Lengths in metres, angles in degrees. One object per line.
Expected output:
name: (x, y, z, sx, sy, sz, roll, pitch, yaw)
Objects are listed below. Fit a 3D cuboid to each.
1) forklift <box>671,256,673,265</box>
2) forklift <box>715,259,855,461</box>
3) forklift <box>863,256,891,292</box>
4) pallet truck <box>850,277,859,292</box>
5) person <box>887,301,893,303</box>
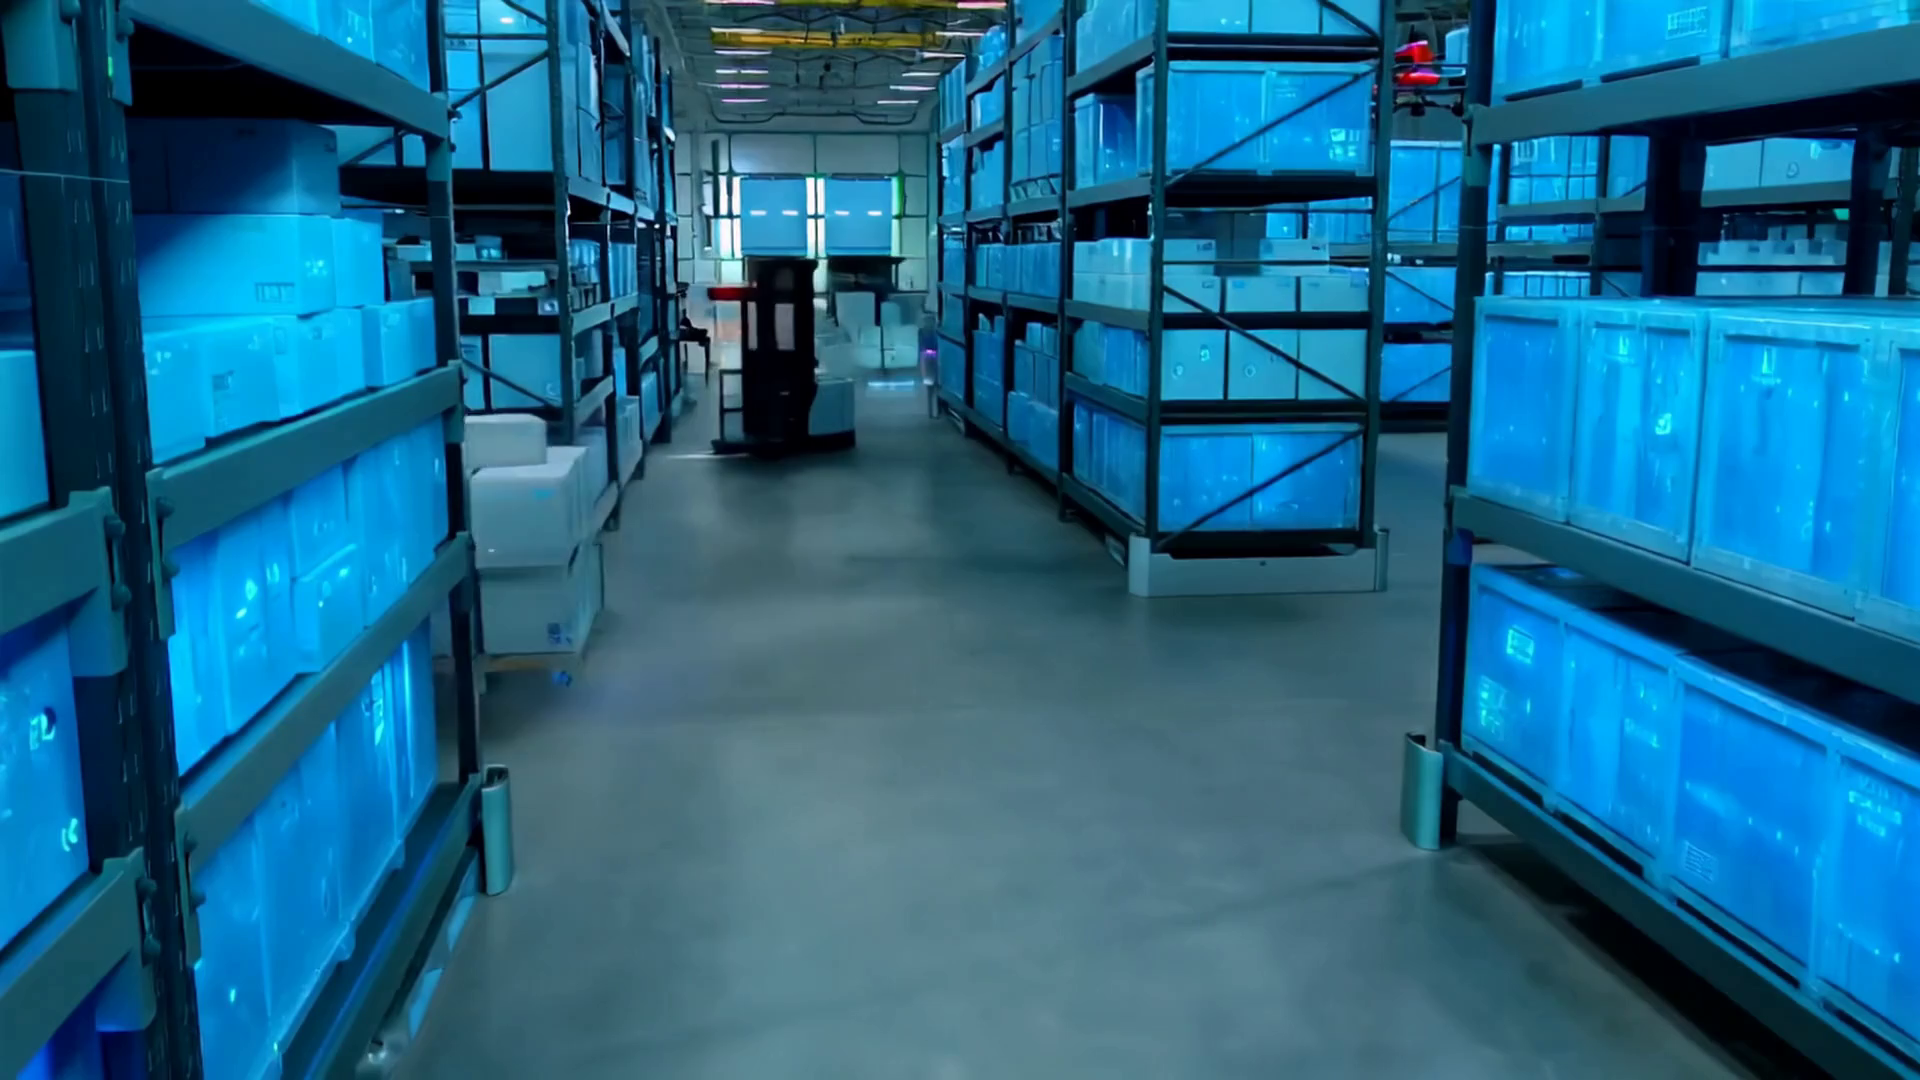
forklift: (-10.987, -9.066, 61.344, 1.129, 2.768, 1.873, -1, 10, -7)
forklift: (-2.487, -2.634, 23.901, 1.129, 2.768, 1.873, 7, 12, 37)
forklift: (-2.730, -8.007, 55.180, 1.129, 2.768, 1.873, -7, 12, -35)
pallet truck: (-3.782, -9.391, 65.808, 1.885, 1.965, 0.823, 2, 10, 10)
person: (-1.868, -5.799, 46.030, 0.831, 1.591, 0.541, 3, 10, 16)
